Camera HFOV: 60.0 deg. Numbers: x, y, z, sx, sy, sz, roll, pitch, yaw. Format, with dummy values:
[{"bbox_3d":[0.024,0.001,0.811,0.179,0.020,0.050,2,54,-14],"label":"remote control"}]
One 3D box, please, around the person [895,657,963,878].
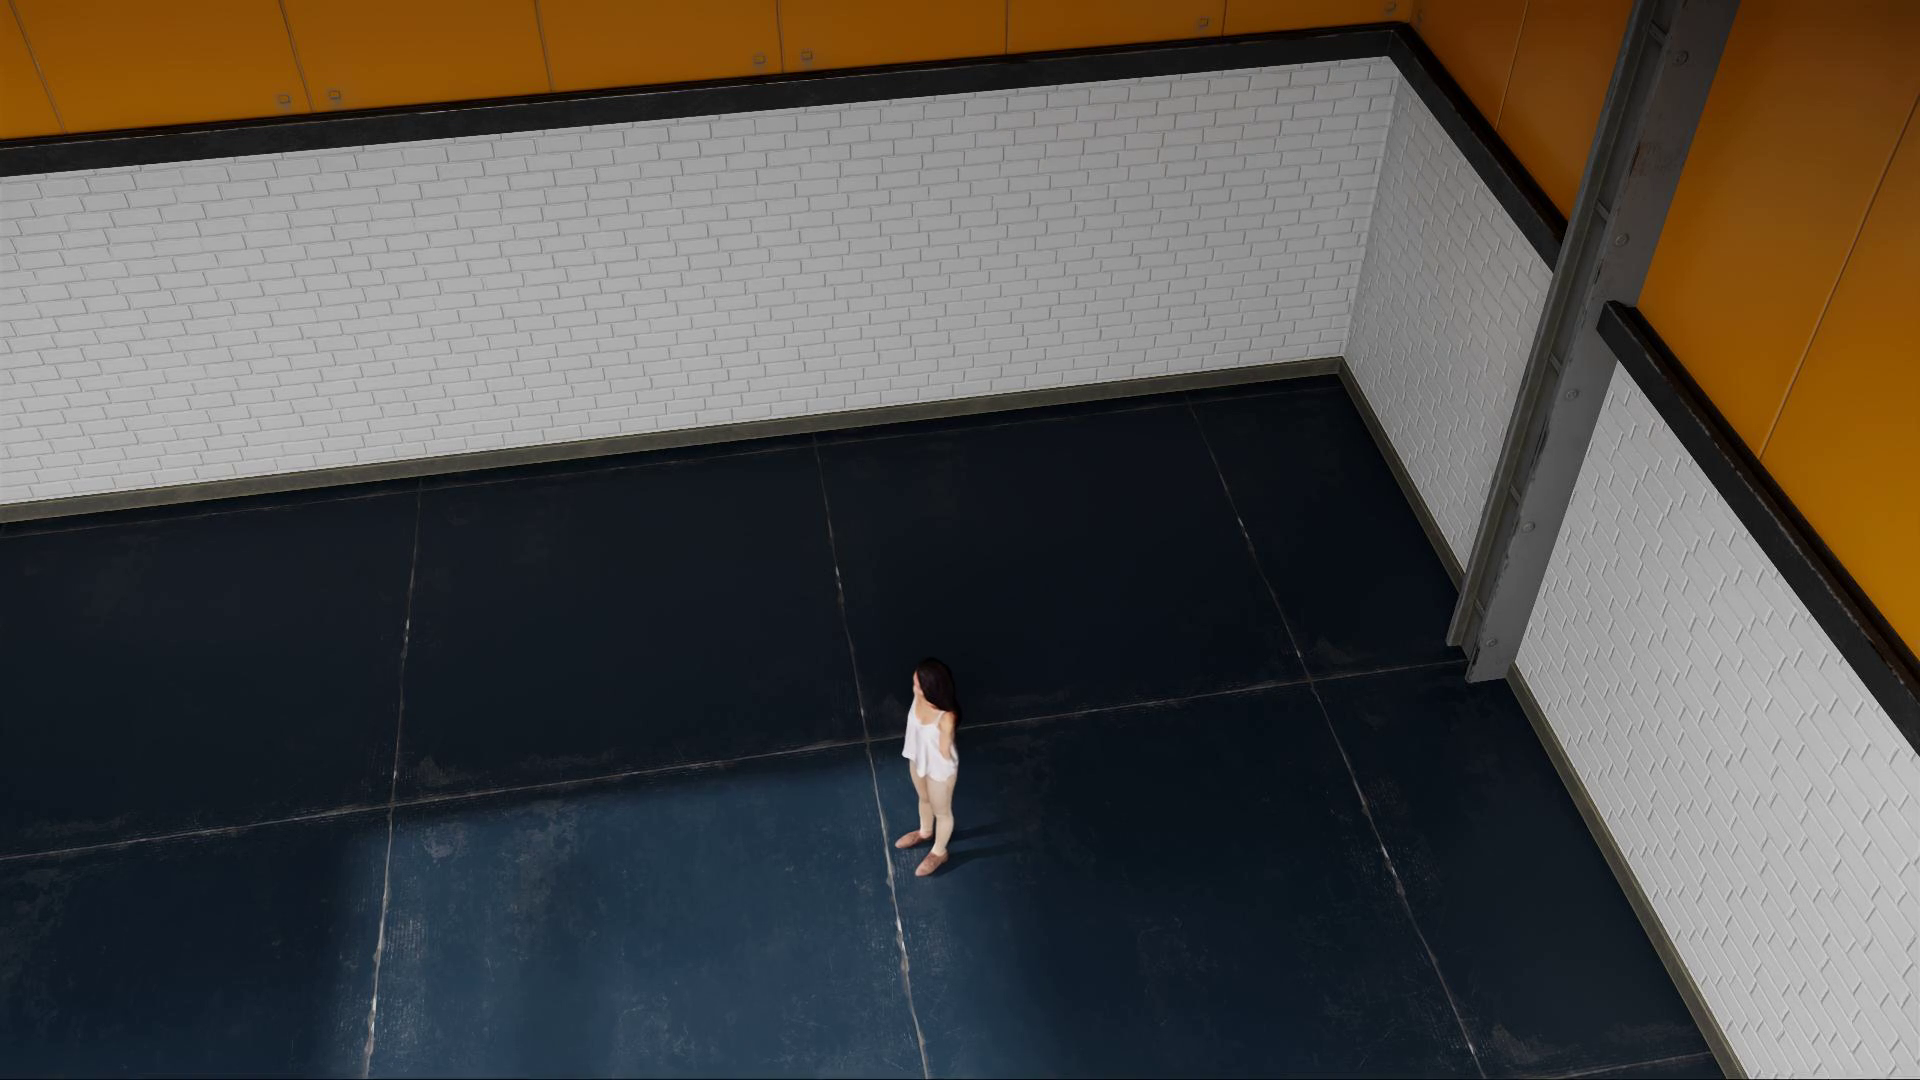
[{"bbox_3d":[-0.146,1.264,9.625,0.647,1.652,0.703,26,49,24],"label":"person"}]
